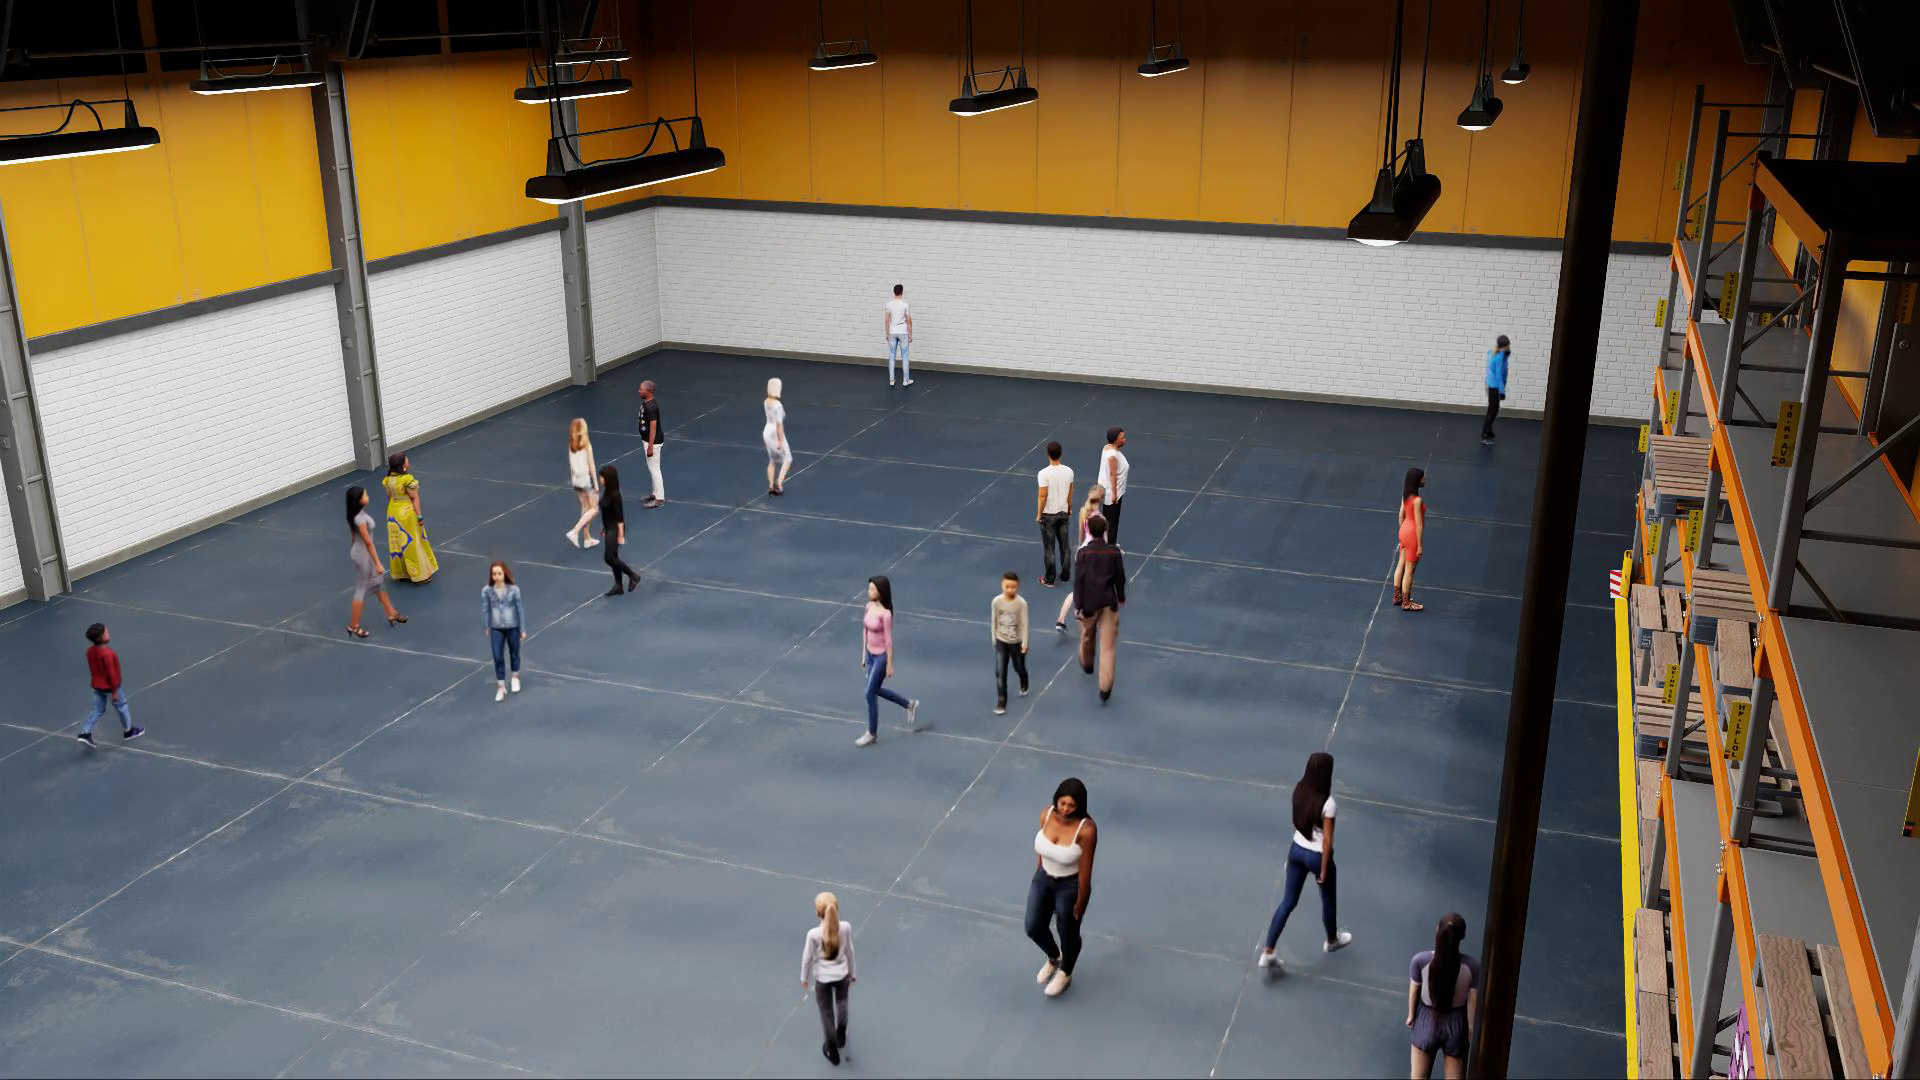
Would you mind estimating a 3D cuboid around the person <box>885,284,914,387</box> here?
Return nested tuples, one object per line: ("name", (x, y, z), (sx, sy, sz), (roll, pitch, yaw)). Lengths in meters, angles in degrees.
("person", (-1.129, -3.774, 30.552), (0.676, 1.851, 0.565), (4, 19, 13))

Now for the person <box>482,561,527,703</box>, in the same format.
("person", (-4.716, 0.891, 17.313), (0.783, 1.459, 0.887), (-3, 19, -9))

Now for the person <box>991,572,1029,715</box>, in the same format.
("person", (0.528, 1.002, 16.992), (0.627, 1.455, 0.902), (4, 19, 11))

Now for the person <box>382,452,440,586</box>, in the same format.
("person", (-6.827, -0.278, 20.471), (0.886, 1.660, 0.814), (10, 21, 26))

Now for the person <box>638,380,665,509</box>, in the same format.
("person", (-4.347, -1.375, 23.500), (0.818, 1.805, 0.729), (-5, 19, -14))

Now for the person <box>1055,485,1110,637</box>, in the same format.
("person", (1.401, 0.273, 18.709), (1.265, 1.740, 1.049), (-15, 24, -38))

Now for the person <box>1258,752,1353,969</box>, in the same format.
("person", (2.533, 2.411, 12.360), (1.213, 1.739, 1.028), (-13, 22, -33))

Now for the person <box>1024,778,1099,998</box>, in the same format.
("person", (0.803, 2.483, 12.073), (0.770, 1.787, 0.775), (16, 24, 39))

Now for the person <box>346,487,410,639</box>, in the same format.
("person", (-6.789, 0.278, 18.667), (1.021, 1.757, 0.933), (-10, 21, -28))

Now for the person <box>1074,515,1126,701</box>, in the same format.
("person", (1.442, 0.738, 17.140), (1.107, 1.861, 1.377), (-1, 19, -4))

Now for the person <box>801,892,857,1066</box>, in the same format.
("person", (-0.862, 3.004, 11.333), (0.678, 1.271, 0.741), (-7, 20, -19))

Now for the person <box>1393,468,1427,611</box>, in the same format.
("person", (5.315, -0.022, 19.616), (0.734, 1.719, 0.625), (-4, 19, -12))

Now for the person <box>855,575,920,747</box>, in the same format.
("person", (-0.718, 1.142, 16.151), (1.026, 1.725, 0.930), (-11, 21, -29))

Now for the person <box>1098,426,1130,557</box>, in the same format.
("person", (1.992, -0.655, 21.548), (0.803, 1.687, 0.681), (-1, 19, -3))

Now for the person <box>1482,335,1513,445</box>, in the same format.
("person", (8.599, -2.450, 26.722), (0.800, 1.786, 0.464), (2, 19, 5))

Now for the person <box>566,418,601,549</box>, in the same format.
("person", (-4.934, -0.687, 21.553), (0.720, 1.744, 0.892), (13, 23, 34))

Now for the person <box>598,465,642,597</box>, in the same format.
("person", (-4.100, -0.112, 20.025), (0.814, 1.631, 0.752), (-10, 21, -28))

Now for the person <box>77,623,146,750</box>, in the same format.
("person", (-8.314, 1.431, 16.061), (0.564, 1.236, 0.871), (9, 21, 25))

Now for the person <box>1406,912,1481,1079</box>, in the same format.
("person", (3.041, 3.090, 10.484), (0.605, 1.650, 0.527), (5, 19, 14))

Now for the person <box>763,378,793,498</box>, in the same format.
("person", (-2.708, -1.440, 23.796), (0.685, 1.740, 0.662), (-17, 25, -41))

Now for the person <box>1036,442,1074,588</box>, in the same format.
("person", (1.163, -0.320, 20.380), (0.699, 1.798, 0.770), (-9, 21, -26))
